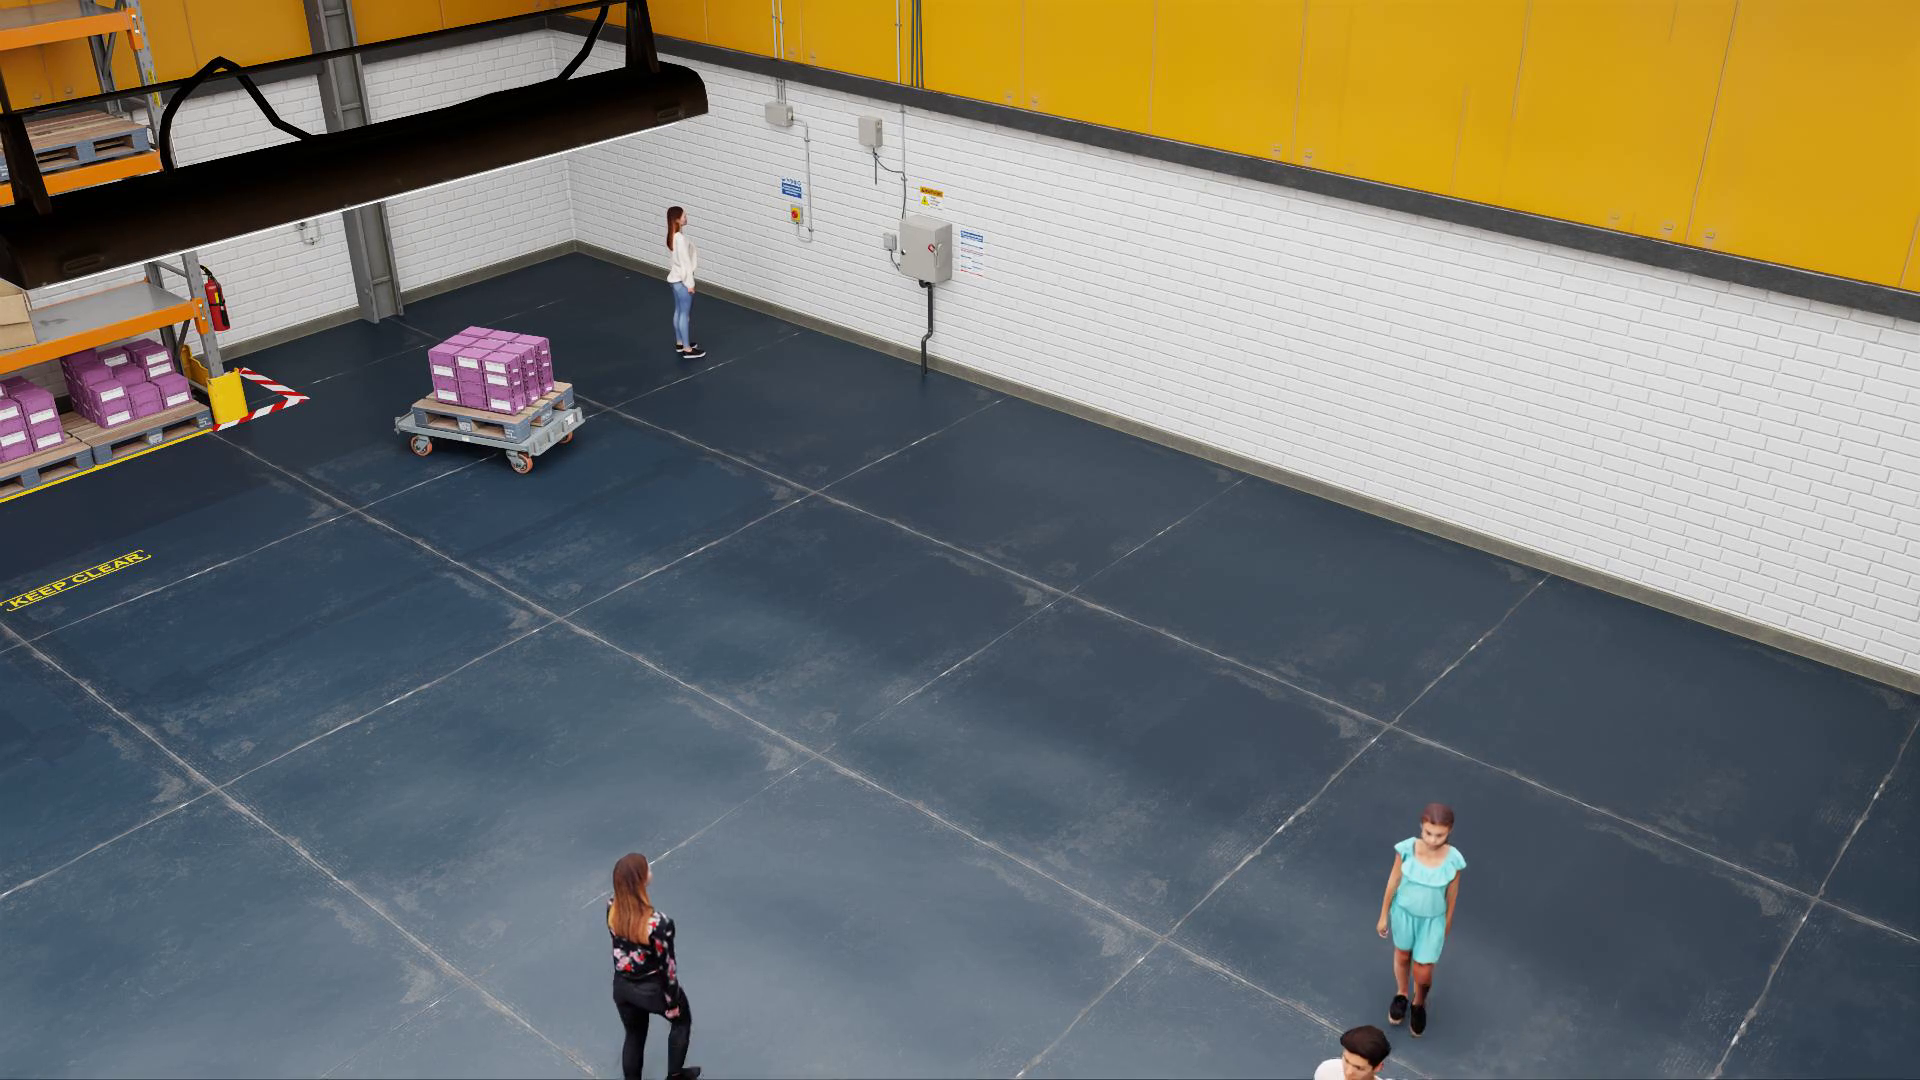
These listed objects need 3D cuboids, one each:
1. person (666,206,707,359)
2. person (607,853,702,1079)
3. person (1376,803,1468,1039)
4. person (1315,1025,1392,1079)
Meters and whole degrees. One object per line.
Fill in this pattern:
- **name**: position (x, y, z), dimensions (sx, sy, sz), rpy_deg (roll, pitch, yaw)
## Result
- **person**: position (-3.067, -2.854, 18.345), dimensions (0.695, 1.692, 0.698), rpy_deg (-12, 31, -21)
- **person**: position (-1.705, 2.394, 8.749), dimensions (0.683, 1.667, 0.727), rpy_deg (14, 31, 23)
- **person**: position (2.614, 2.083, 9.444), dimensions (0.613, 1.548, 0.636), rpy_deg (14, 32, 24)
- **person**: position (1.850, 2.898, 7.796), dimensions (1.070, 1.696, 0.743), rpy_deg (-22, 36, -35)
